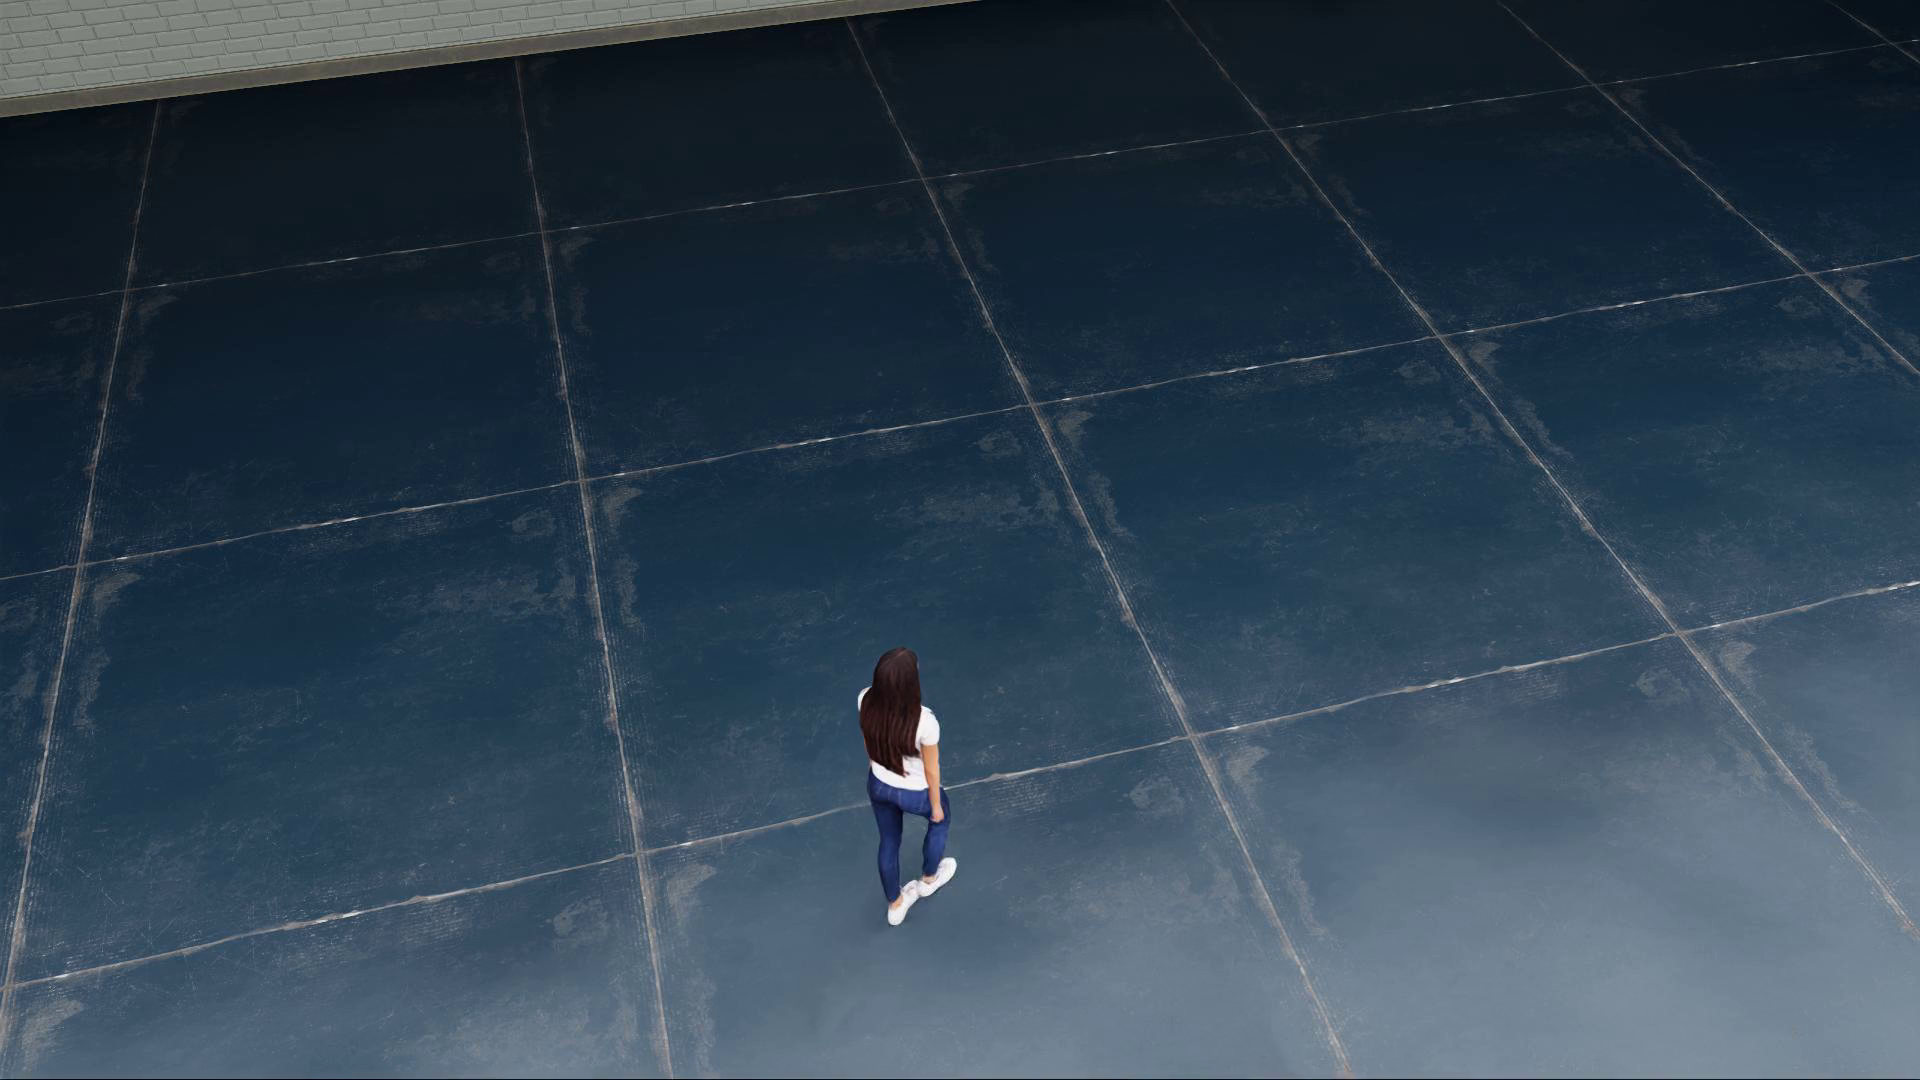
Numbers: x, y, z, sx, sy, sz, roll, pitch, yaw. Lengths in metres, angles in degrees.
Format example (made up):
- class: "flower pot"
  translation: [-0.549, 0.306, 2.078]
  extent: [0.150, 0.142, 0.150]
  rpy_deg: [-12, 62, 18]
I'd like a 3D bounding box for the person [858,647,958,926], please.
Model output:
- class: "person"
  translation: [-0.301, 1.200, 7.609]
  extent: [0.786, 1.763, 0.847]
  rpy_deg: [21, 47, 21]
